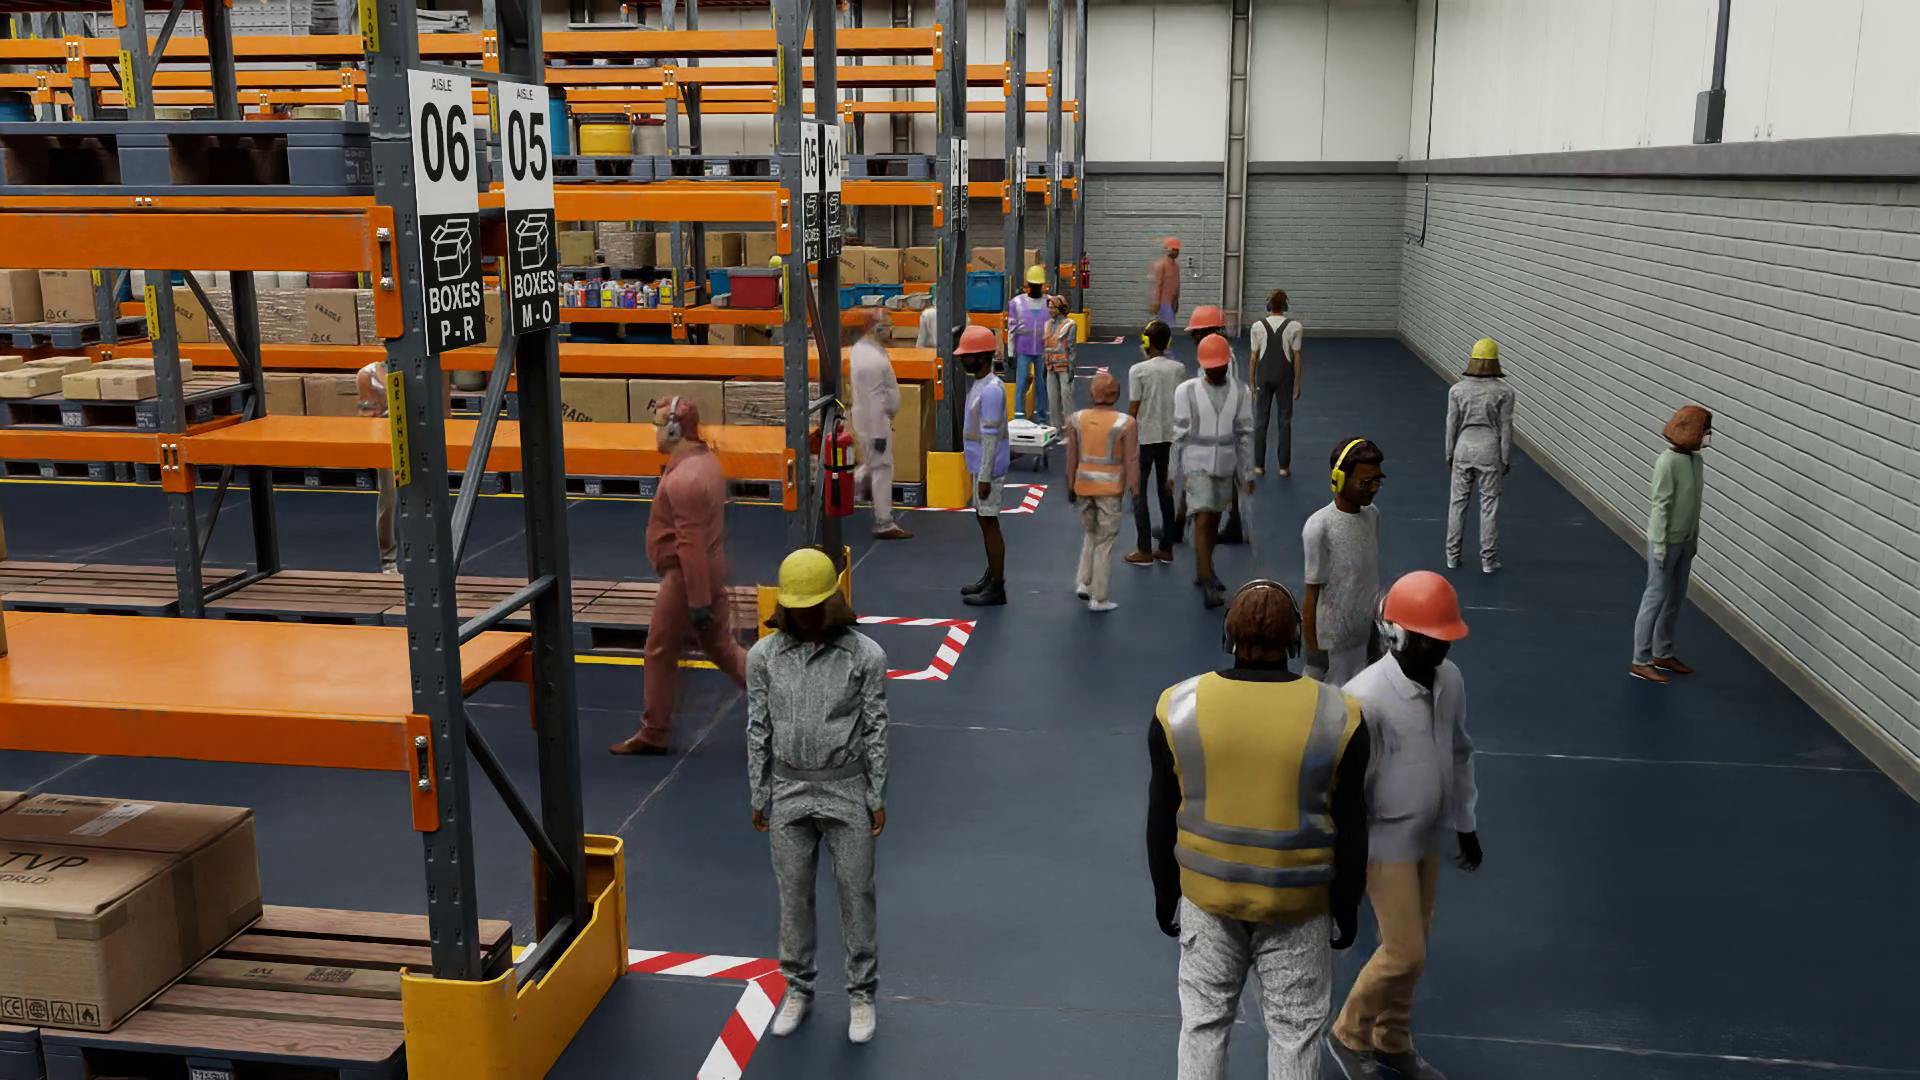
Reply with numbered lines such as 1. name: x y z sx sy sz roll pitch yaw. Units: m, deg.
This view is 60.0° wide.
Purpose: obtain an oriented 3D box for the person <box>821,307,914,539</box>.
1. person: -0.743 -0.932 13.424 0.638 1.891 0.667 -3 13 -11

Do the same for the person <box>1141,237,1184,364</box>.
1. person: 3.153 -3.720 25.827 0.772 1.970 0.629 9 15 35

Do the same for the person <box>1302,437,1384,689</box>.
1. person: 1.664 0.470 7.183 0.531 1.856 0.346 -12 17 -43

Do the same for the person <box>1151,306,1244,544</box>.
1. person: 1.889 -0.907 13.271 0.887 1.897 0.581 3 13 12

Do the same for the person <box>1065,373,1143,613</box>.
1. person: 0.970 -0.316 11.241 0.546 1.625 0.371 9 15 36

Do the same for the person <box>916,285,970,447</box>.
1. person: -0.220 -1.897 18.018 0.631 1.789 0.696 -3 13 -14

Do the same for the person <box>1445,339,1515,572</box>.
1. person: 3.875 -0.631 12.429 0.487 1.737 0.320 8 15 31

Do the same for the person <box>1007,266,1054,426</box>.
1. person: 0.839 -2.143 18.862 0.619 1.913 0.434 -1 13 -3

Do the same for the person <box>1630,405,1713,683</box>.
1. person: 4.185 0.018 9.745 0.505 1.628 0.278 -11 17 -41

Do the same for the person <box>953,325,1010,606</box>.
1. person: 0.144 -0.508 11.436 0.389 1.929 0.540 -2 13 -8

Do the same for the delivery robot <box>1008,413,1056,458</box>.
1. delivery robot: 0.598 -1.037 16.722 0.707 0.478 0.477 5 13 19

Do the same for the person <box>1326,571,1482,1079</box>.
1. person: 1.431 0.937 5.325 0.585 1.739 0.358 -12 17 -42

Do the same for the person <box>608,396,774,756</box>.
1. person: -1.294 0.192 8.415 0.937 1.871 0.654 1 13 3

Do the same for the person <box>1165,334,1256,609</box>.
1. person: 1.749 -0.482 11.431 0.633 1.867 0.969 -2 13 -10

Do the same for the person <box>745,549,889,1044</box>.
1. person: -0.488 0.870 5.659 0.491 1.730 0.324 1 13 6

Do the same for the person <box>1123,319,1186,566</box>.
1. person: 1.498 -0.732 12.602 0.523 1.855 0.361 -7 14 -28

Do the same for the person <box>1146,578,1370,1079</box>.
1. person: 0.849 1.011 4.792 0.627 1.837 0.428 4 13 17

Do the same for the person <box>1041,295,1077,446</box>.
1. person: 1.086 -1.859 18.199 0.317 1.632 0.524 -10 16 -38

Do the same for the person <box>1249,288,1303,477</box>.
1. person: 3.080 -1.533 16.260 0.504 1.839 0.350 4 13 18
